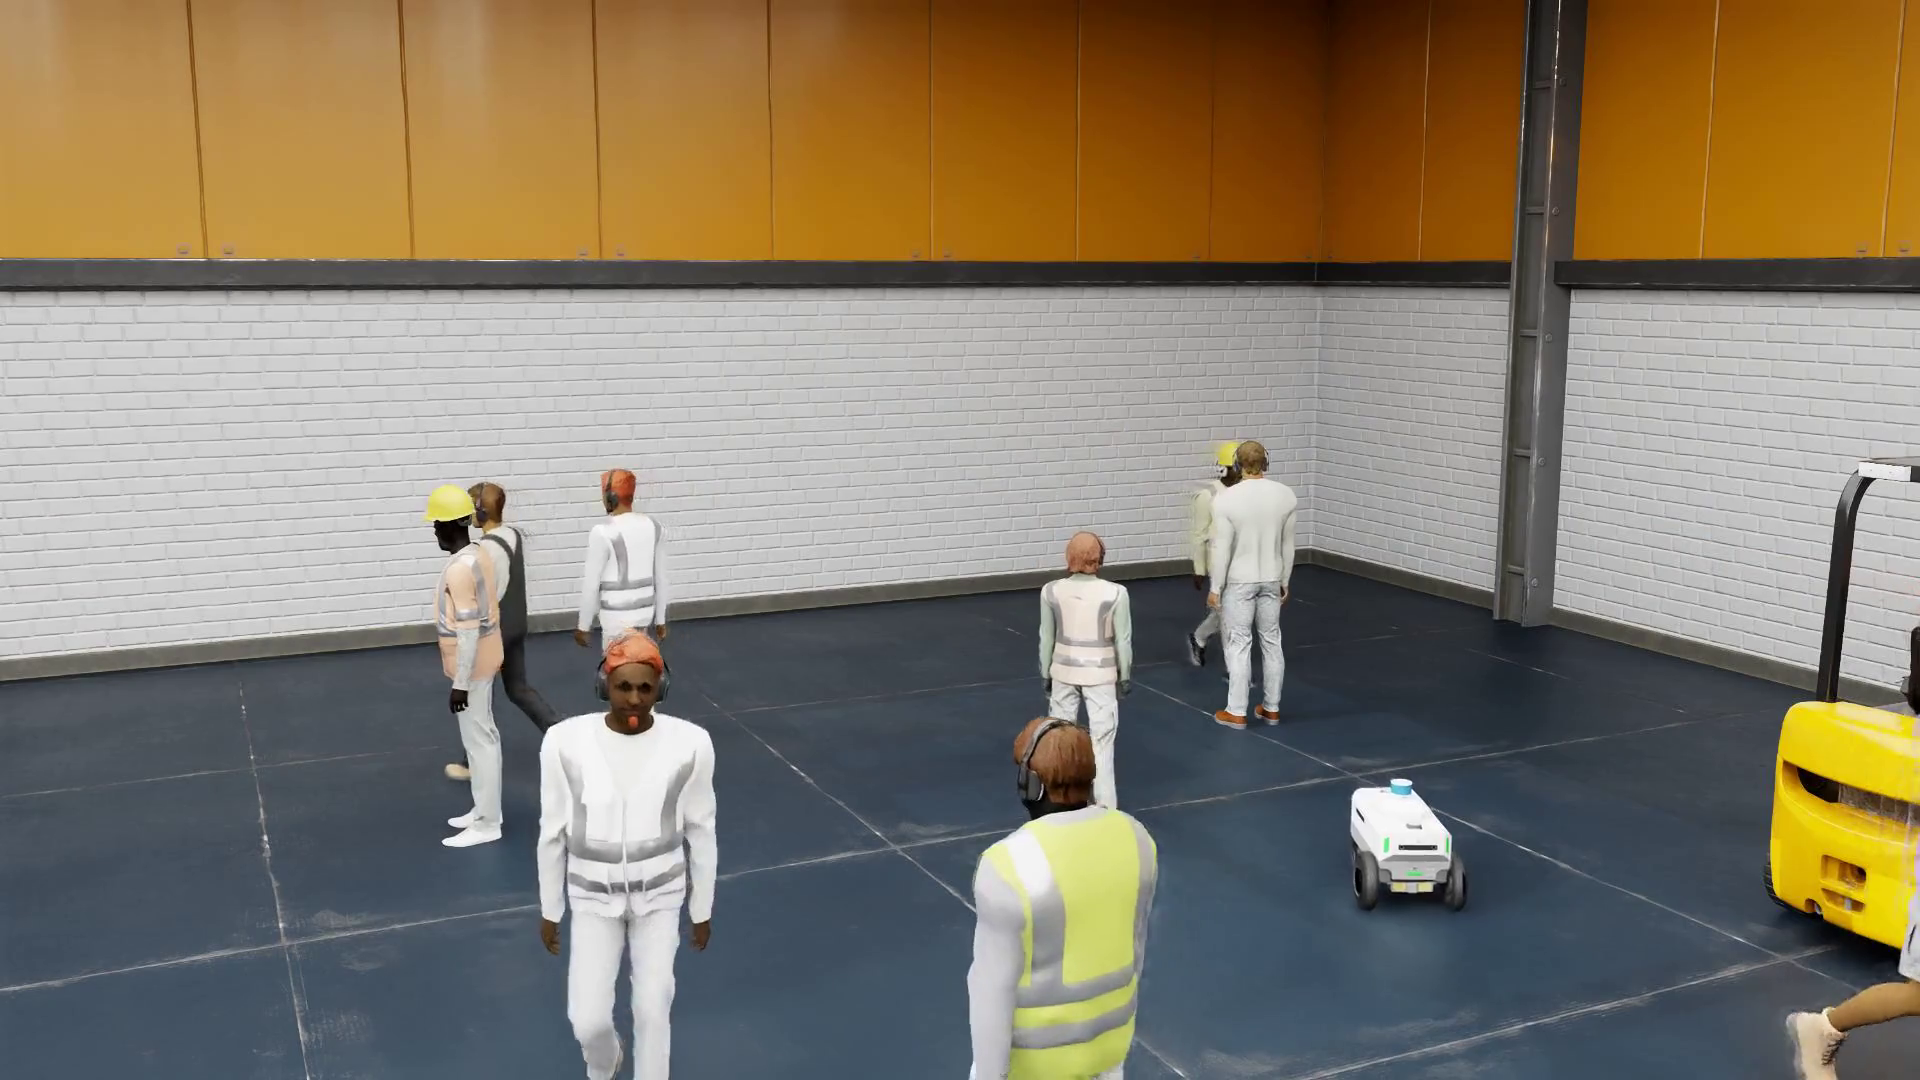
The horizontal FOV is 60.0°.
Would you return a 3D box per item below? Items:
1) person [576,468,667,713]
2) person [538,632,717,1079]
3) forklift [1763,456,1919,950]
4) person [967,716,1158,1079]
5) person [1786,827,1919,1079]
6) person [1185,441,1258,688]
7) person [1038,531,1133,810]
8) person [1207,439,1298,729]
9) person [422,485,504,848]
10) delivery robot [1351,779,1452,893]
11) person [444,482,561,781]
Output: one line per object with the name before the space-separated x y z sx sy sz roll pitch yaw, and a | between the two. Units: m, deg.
person | -2.027 0.485 10.191 0.833 1.855 0.588 5 11 31
person | -1.105 1.212 5.591 0.594 1.866 0.500 -2 9 -11
forklift | 4.857 0.731 7.561 2.313 2.155 1.214 -4 10 -25
person | 0.262 1.389 4.611 0.656 1.826 0.447 -7 12 -38
person | 3.383 1.136 5.692 0.649 2.002 0.899 -4 10 -24
person | 1.957 0.150 12.401 0.601 1.809 0.816 -6 11 -35
person | 0.677 0.768 9.073 0.520 1.634 0.311 3 10 20
person | 1.934 0.295 11.068 0.627 1.936 0.373 -3 10 -19
person | -2.617 0.664 8.808 0.383 1.924 0.589 -1 9 -8
delivery robot | 2.146 1.411 8.120 0.477 0.478 0.707 0 9 1
person | -2.669 0.556 9.803 0.825 1.823 0.516 3 10 18
